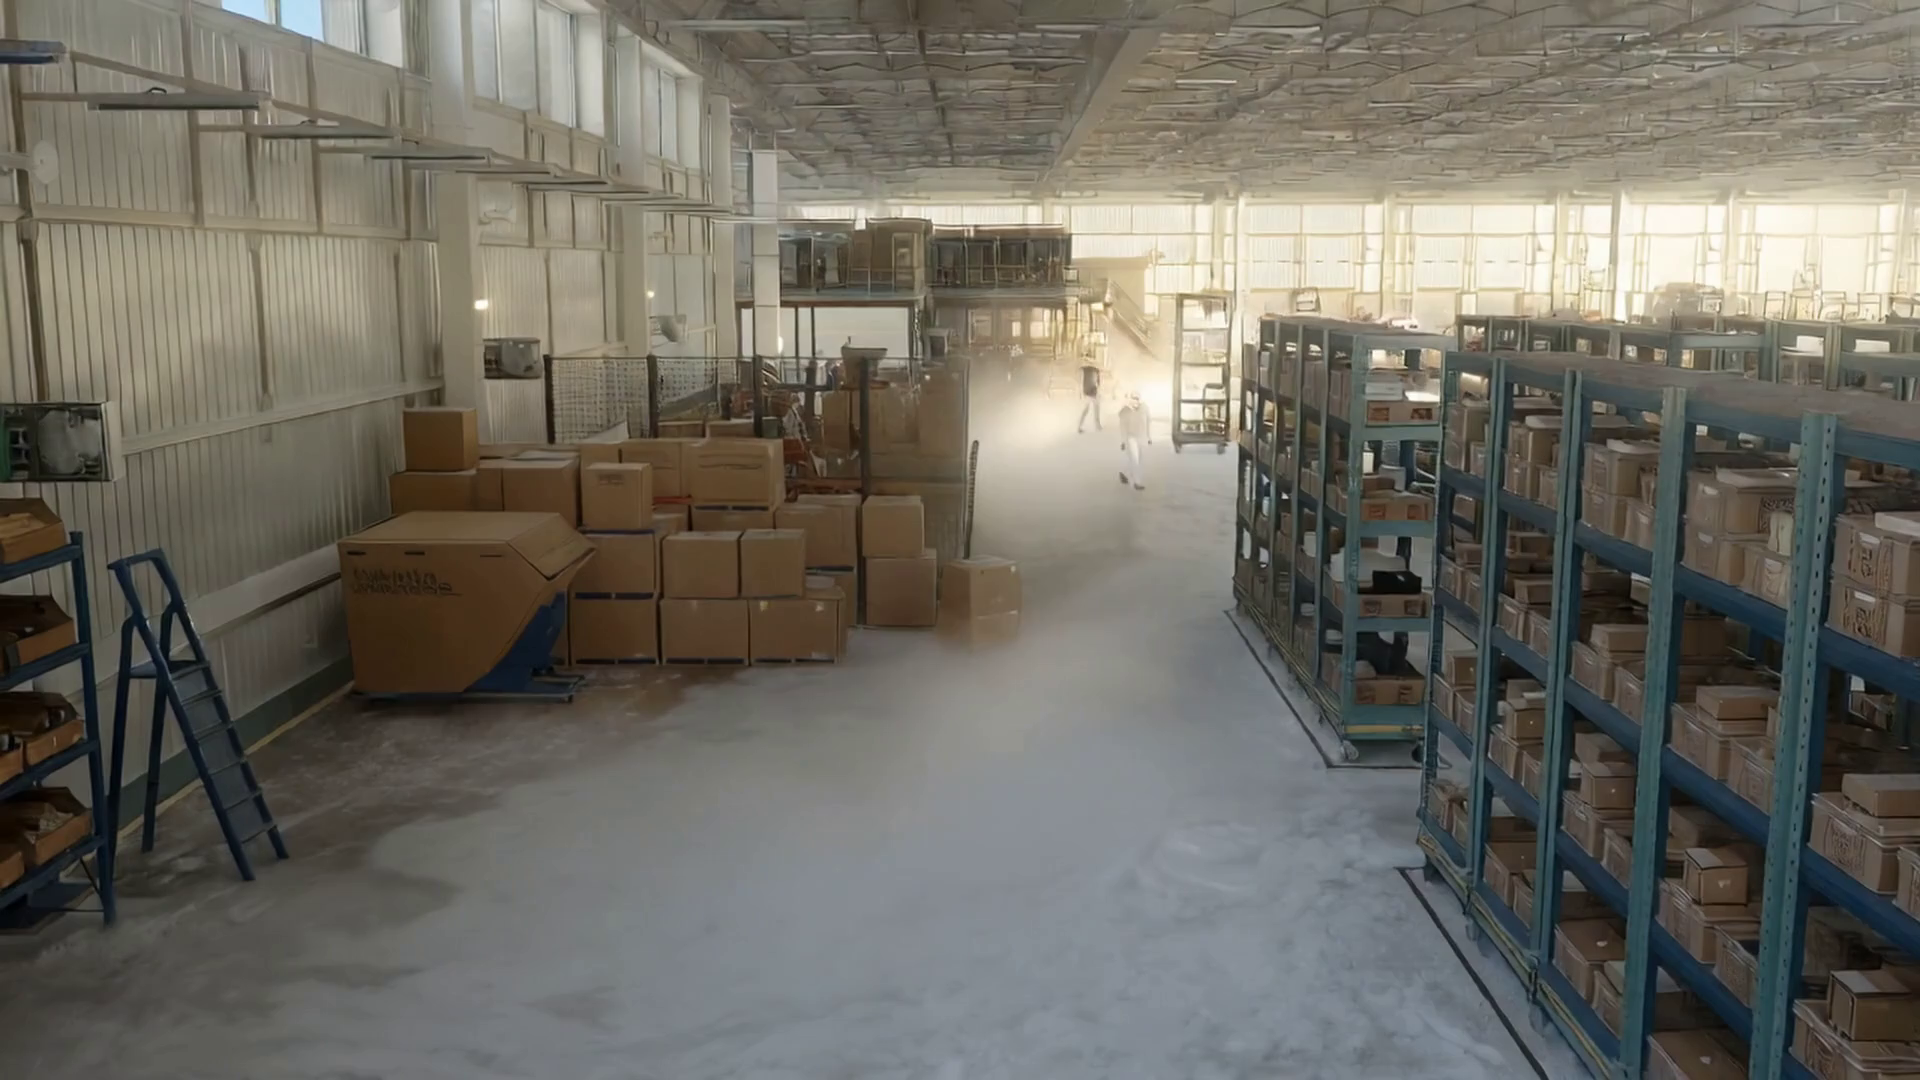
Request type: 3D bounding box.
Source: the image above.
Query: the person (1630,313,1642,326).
[{"bbox_3d":[34.652,-10.669,85.276,0.371,1.938,0.630,-8,12,-42],"label":"person"}]

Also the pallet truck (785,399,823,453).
[{"bbox_3d":[-3.814,-2.432,36.419,1.630,1.274,0.653,0,9,1],"label":"pallet truck"}]

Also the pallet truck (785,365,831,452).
[{"bbox_3d":[-3.774,-2.976,37.635,1.885,1.965,0.823,1,9,5],"label":"pallet truck"}]

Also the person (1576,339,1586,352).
[{"bbox_3d":[23.322,-6.955,62.521,0.972,1.895,0.556,-2,9,-9],"label":"person"}]

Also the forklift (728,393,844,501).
[{"bbox_3d":[-2.979,-1.316,26.476,2.680,1.987,1.157,0,9,1],"label":"forklift"}]

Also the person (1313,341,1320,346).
[{"bbox_3d":[14.149,-7.399,65.664,0.709,1.741,0.541,3,10,17],"label":"person"}]

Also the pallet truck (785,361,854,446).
[{"bbox_3d":[-3.410,-3.193,38.978,1.885,1.965,0.823,0,9,-1],"label":"pallet truck"}]

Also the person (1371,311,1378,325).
[{"bbox_3d":[22.839,-11.680,91.626,0.978,1.908,0.620,7,11,35],"label":"person"}]

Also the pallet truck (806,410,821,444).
[{"bbox_3d":[-3.559,-2.018,33.905,1.522,1.261,0.704,0,9,-1],"label":"pallet truck"}]

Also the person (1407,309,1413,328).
[{"bbox_3d":[25.592,-12.173,94.623,0.398,1.918,0.586,5,11,29],"label":"person"}]

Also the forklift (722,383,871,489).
[{"bbox_3d":[-2.893,-1.687,28.729,2.680,1.987,1.157,0,9,-1],"label":"forklift"}]

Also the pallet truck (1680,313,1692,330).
[{"bbox_3d":[36.315,-10.531,84.244,0.823,1.965,1.885,-6,11,-33],"label":"pallet truck"}]

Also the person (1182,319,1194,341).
[{"bbox_3d":[13.349,-12.520,97.129,0.938,1.794,0.637,-6,11,-32],"label":"person"}]

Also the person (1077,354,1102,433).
[{"bbox_3d":[3.274,-3.695,42.083,0.622,2.003,1.026,6,11,34],"label":"person"}]

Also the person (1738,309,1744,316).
[{"bbox_3d":[44.258,-12.134,94.311,0.551,1.935,0.371,-2,10,-15],"label":"person"}]

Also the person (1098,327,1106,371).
[{"bbox_3d":[5.793,-7.795,67.878,0.345,1.839,0.501,-5,10,-26],"label":"person"}]

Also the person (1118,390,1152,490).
[{"bbox_3d":[3.264,-1.917,31.469,0.635,1.883,0.849,-6,11,-32],"label":"person"}]

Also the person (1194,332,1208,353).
[{"bbox_3d":[10.299,-8.343,71.034,1.048,1.911,0.621,8,12,42],"label":"person"}]

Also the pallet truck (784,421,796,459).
[{"bbox_3d":[-4.013,-1.793,32.705,1.601,1.201,0.680,0,9,1],"label":"pallet truck"}]

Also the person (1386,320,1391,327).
[{"bbox_3d":[19.429,-9.098,75.879,0.833,1.848,0.519,-5,11,-29],"label":"person"}]
